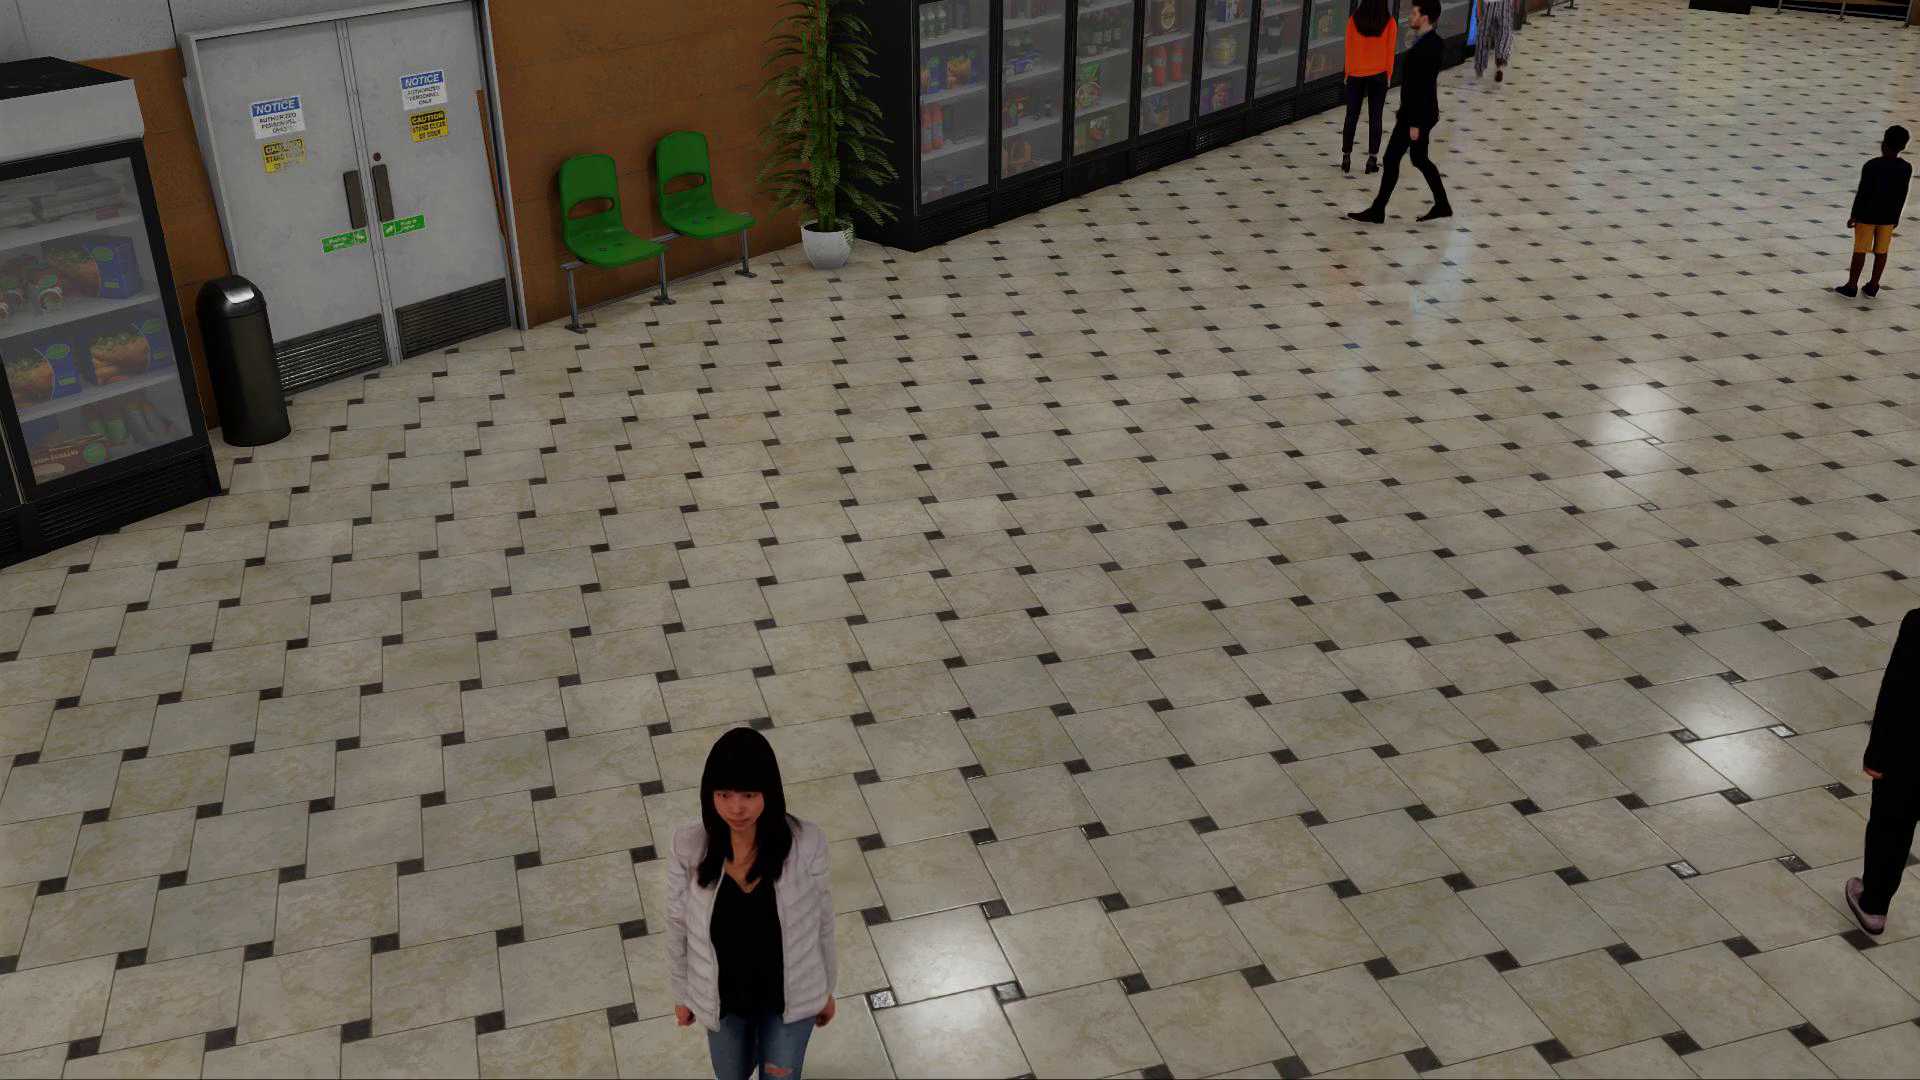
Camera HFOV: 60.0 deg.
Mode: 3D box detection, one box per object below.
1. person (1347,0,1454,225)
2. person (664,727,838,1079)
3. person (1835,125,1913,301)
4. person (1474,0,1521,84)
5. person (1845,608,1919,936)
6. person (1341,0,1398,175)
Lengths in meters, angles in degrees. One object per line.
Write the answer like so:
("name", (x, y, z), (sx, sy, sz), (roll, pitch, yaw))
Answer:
("person", (3.833, -3.505, 13.713), (1.155, 1.864, 0.868), (12, 29, 22))
("person", (-0.568, 1.206, 4.694), (1.009, 1.619, 1.040), (-1, 27, -1))
("person", (6.724, -2.400, 12.190), (0.602, 1.270, 0.673), (1, 27, 3))
("person", (6.172, -6.081, 19.024), (1.064, 1.655, 1.003), (6, 27, 11))
("person", (3.326, 0.754, 5.607), (0.930, 1.601, 0.947), (3, 27, 6))
("person", (3.762, -4.269, 15.347), (0.602, 1.749, 0.745), (10, 29, 19))
